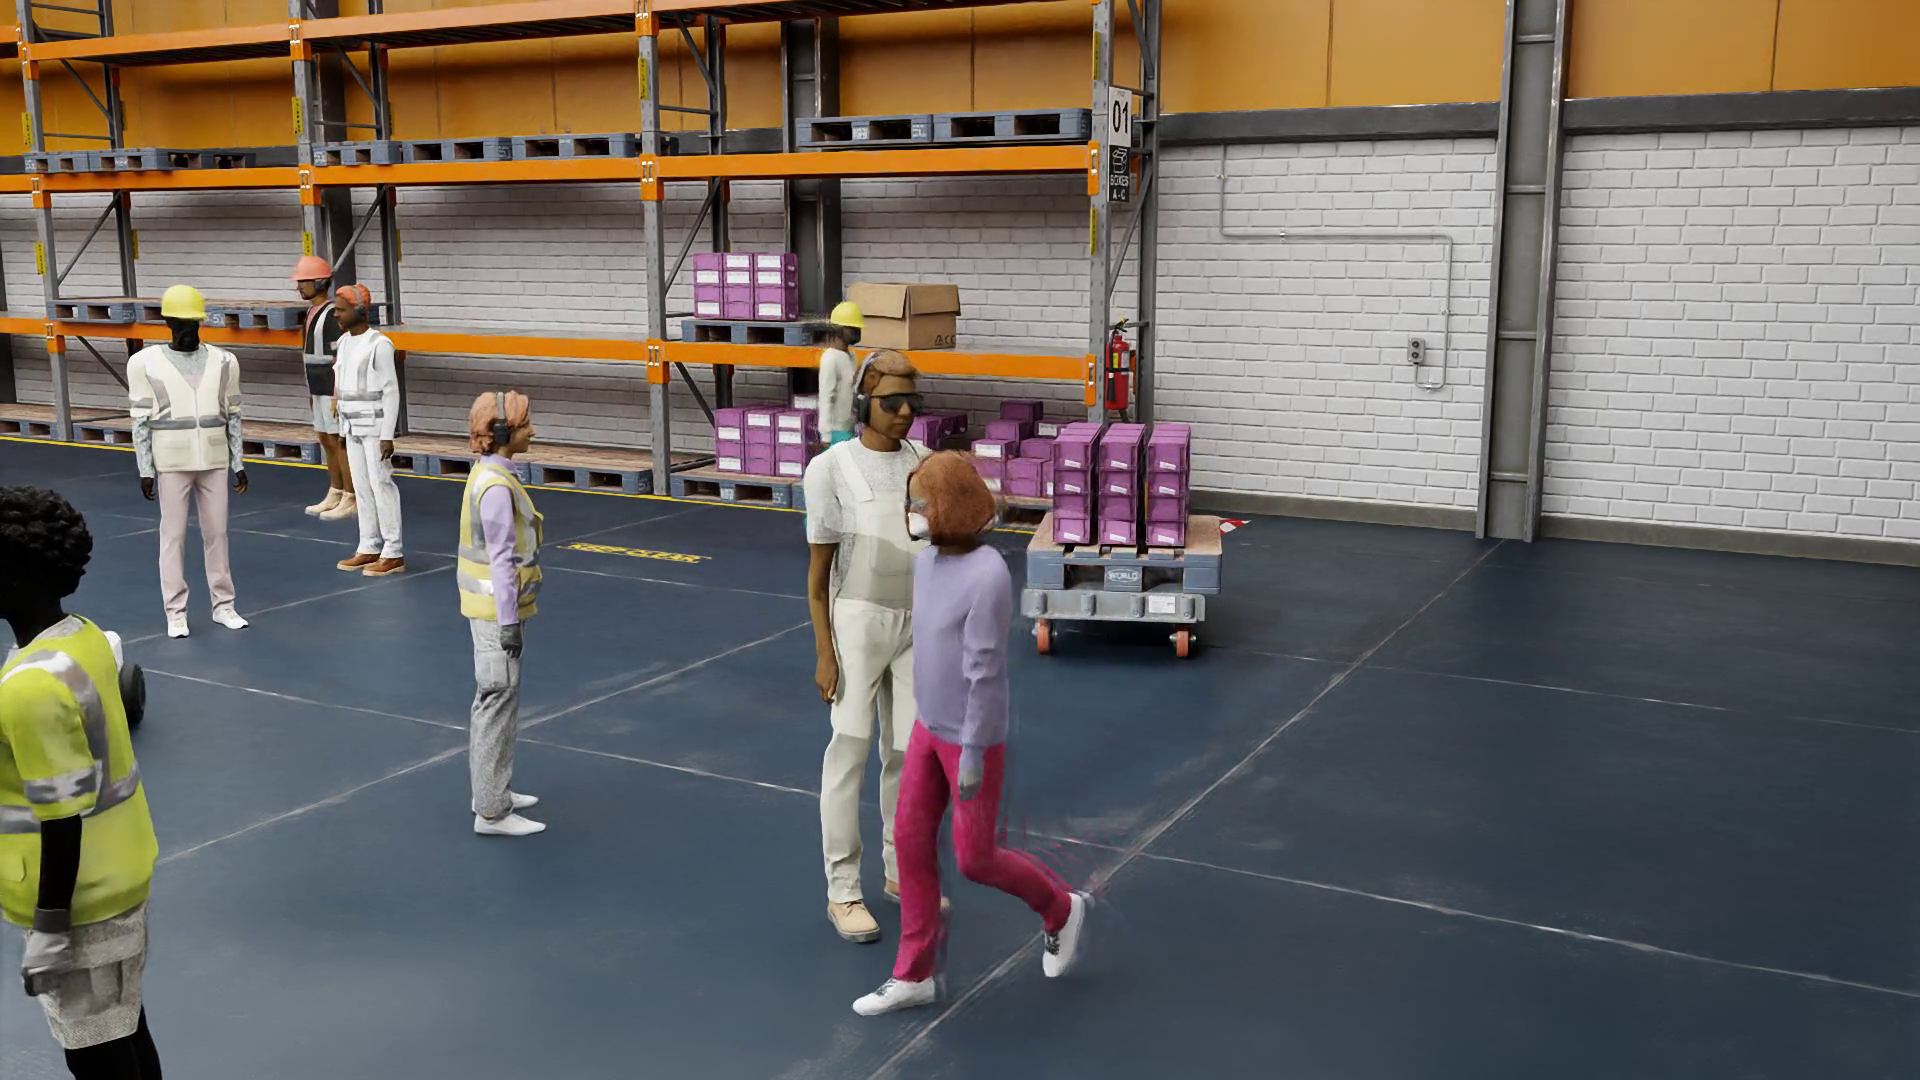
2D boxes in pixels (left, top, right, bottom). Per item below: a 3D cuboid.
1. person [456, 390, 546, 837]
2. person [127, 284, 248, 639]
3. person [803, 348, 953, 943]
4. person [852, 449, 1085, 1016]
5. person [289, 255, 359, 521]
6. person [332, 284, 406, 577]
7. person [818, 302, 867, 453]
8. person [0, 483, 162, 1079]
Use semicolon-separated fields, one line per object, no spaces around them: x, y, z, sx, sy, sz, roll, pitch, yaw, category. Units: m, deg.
-1.681;0.269;6.120;0.314;1.632;0.517;-3;11;-18;person
-4.230;-0.436;9.169;0.587;1.929;0.361;-10;14;-42;person
-0.241;0.323;5.238;0.508;1.846;0.345;-8;13;-37;person
0.035;0.540;4.676;0.637;1.610;0.500;-6;12;-30;person
-4.928;-1.169;12.874;0.391;2.040;0.615;-8;13;-38;person
-3.845;-0.707;10.776;0.584;1.882;0.337;9;13;40;person
-0.789;-0.747;11.381;0.374;1.753;0.527;2;11;13;person
-1.833;0.726;3.434;0.322;1.696;0.536;-4;11;-20;person
